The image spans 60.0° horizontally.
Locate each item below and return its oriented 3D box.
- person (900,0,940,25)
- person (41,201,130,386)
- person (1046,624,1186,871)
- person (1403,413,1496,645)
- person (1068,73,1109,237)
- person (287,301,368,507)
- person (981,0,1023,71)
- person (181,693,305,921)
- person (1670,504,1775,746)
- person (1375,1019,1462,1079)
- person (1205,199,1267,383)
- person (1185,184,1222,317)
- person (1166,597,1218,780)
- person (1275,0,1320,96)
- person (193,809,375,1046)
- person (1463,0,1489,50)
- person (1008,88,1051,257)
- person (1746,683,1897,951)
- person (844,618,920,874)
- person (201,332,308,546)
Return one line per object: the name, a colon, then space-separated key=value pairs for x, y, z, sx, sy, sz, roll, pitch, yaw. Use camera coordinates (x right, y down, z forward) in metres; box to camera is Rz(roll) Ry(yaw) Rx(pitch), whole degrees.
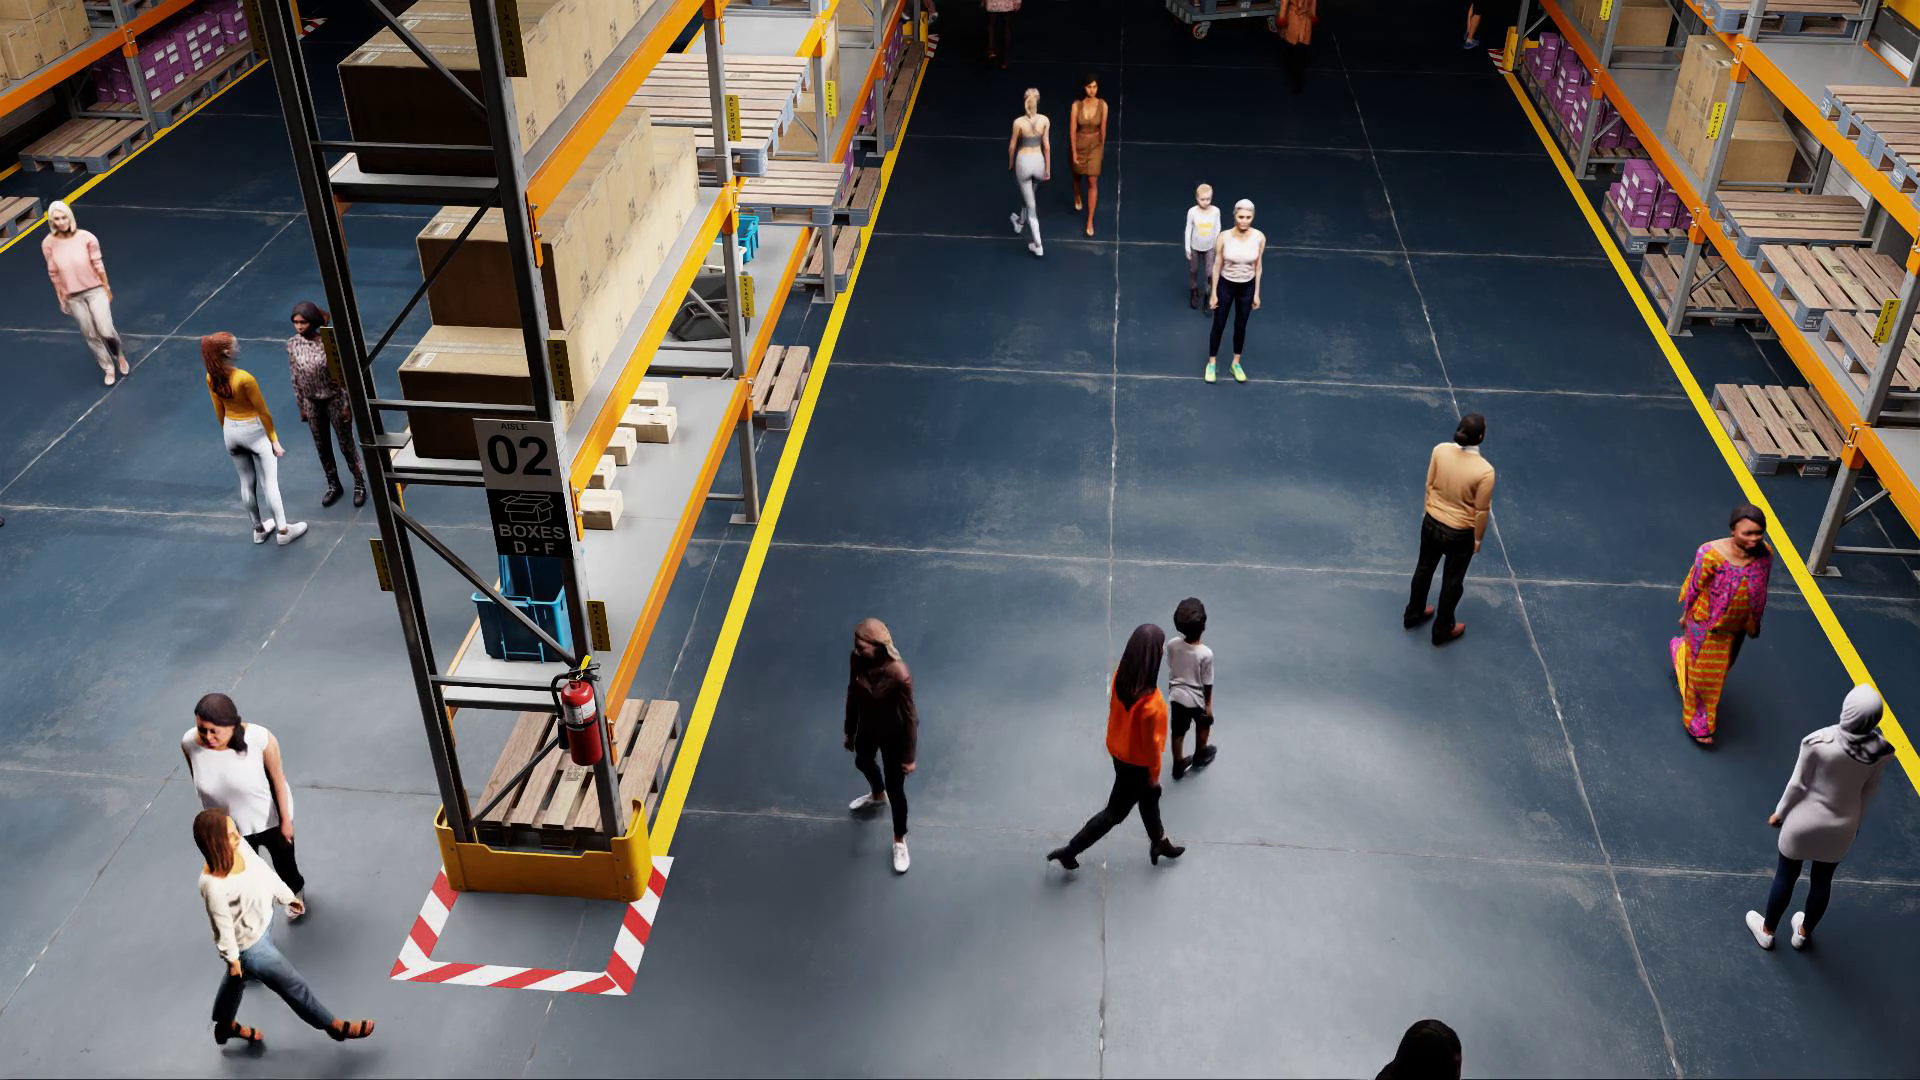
person: x=-0.588 y=-8.118 z=23.686 sx=1.037 sy=1.534 sz=1.054 roll=-27 pitch=42 yaw=-35
person: x=-7.693 y=-2.197 z=14.614 sx=0.696 sy=1.716 sz=0.724 roll=-10 pitch=35 yaw=-15
person: x=0.890 y=1.265 z=9.415 sx=0.911 sy=1.704 sz=1.113 roll=-6 pitch=34 yaw=-8
person: x=3.359 y=-0.091 z=11.412 sx=0.797 sy=1.753 sz=0.747 roll=-28 pitch=42 yaw=-35
person: x=1.306 y=-4.120 z=17.565 sx=0.586 sy=1.651 sz=1.062 roll=0 pitch=34 yaw=0
person: x=-4.910 y=-1.053 z=12.893 sx=0.573 sy=1.714 sz=0.555 roll=2 pitch=34 yaw=2
person: x=0.522 y=-7.056 z=21.856 sx=0.695 sy=1.791 sz=0.769 roll=3 pitch=34 yaw=5
person: x=-3.882 y=1.467 z=9.148 sx=0.771 sy=1.663 sz=1.010 roll=-4 pitch=34 yaw=-6
person: x=4.882 y=0.446 z=10.682 sx=0.799 sy=1.666 sz=1.126 roll=-5 pitch=34 yaw=-7
person: x=1.809 y=2.691 z=7.210 sx=1.106 sy=1.771 sz=1.246 roll=-20 pitch=39 yaw=-27
person: x=2.423 y=-2.202 z=14.633 sx=0.635 sy=1.702 sz=0.575 roll=-2 pitch=34 yaw=-3
person: x=2.318 y=-2.842 z=15.991 sx=0.518 sy=1.265 sz=0.702 roll=0 pitch=34 yaw=0
person: x=1.386 y=0.963 z=10.286 sx=0.650 sy=1.243 sz=0.721 roll=23 pitch=40 yaw=30
person: x=4.304 y=-6.576 z=21.255 sx=0.712 sy=1.657 sz=1.201 roll=2 pitch=34 yaw=3
person: x=-3.667 y=1.994 z=8.374 sx=0.853 sy=1.642 sz=1.056 roll=-5 pitch=34 yaw=-8
person: x=7.054 y=-7.623 z=22.653 sx=0.834 sy=1.852 sz=0.777 roll=-27 pitch=42 yaw=-35
person: x=0.737 y=-3.705 z=16.935 sx=0.853 sy=1.658 sz=1.134 roll=-11 pitch=35 yaw=-16
person: x=4.645 y=1.519 z=8.970 sx=0.626 sy=1.775 sz=0.557 roll=6 pitch=34 yaw=9
person: x=-0.416 y=1.134 z=9.623 sx=0.898 sy=1.693 sz=0.925 roll=17 pitch=37 yaw=23
person: x=-5.313 y=-0.753 z=12.411 sx=0.615 sy=1.748 sz=0.562 roll=7 pitch=34 yaw=11
